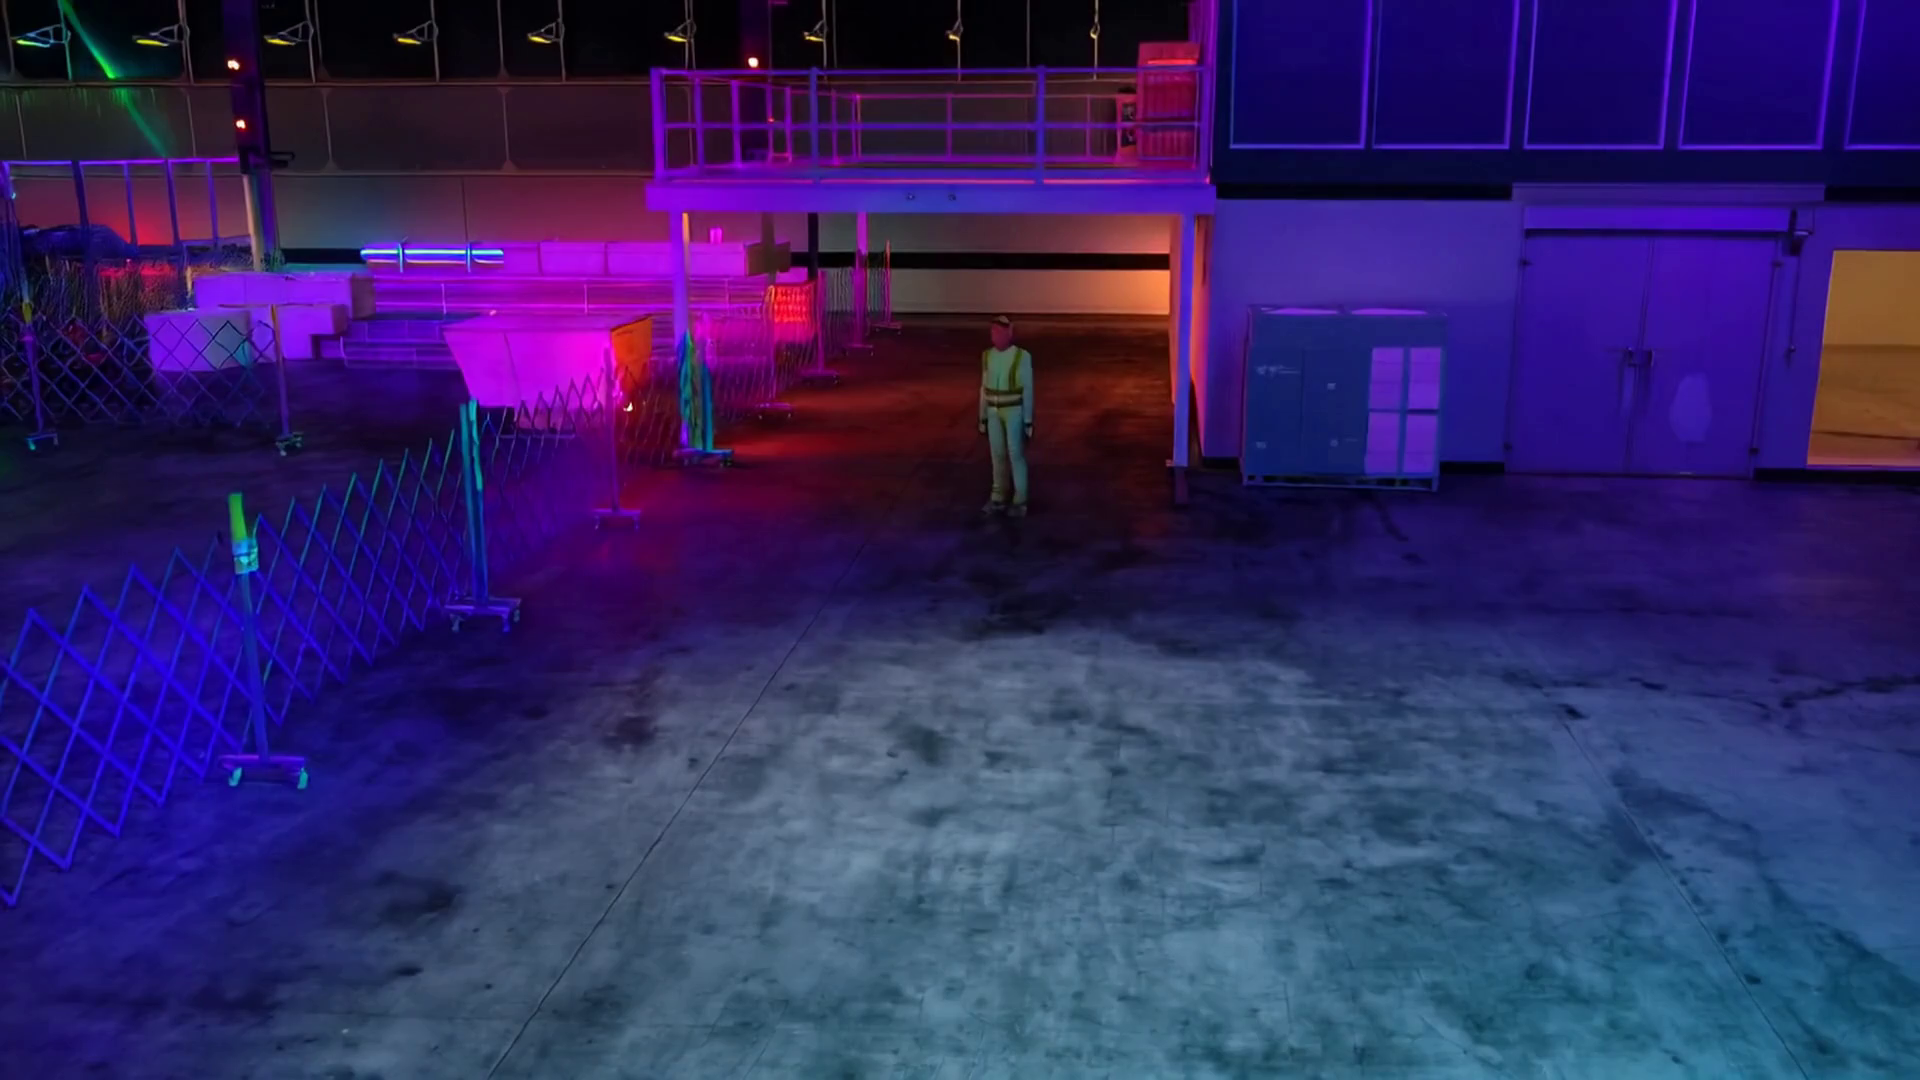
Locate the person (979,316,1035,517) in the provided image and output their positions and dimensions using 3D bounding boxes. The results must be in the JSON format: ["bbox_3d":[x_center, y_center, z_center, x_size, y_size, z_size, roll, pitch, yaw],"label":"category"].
[{"bbox_3d":[0.429,-1.163,15.620,0.587,1.882,0.343,11,18,39],"label":"person"}]
